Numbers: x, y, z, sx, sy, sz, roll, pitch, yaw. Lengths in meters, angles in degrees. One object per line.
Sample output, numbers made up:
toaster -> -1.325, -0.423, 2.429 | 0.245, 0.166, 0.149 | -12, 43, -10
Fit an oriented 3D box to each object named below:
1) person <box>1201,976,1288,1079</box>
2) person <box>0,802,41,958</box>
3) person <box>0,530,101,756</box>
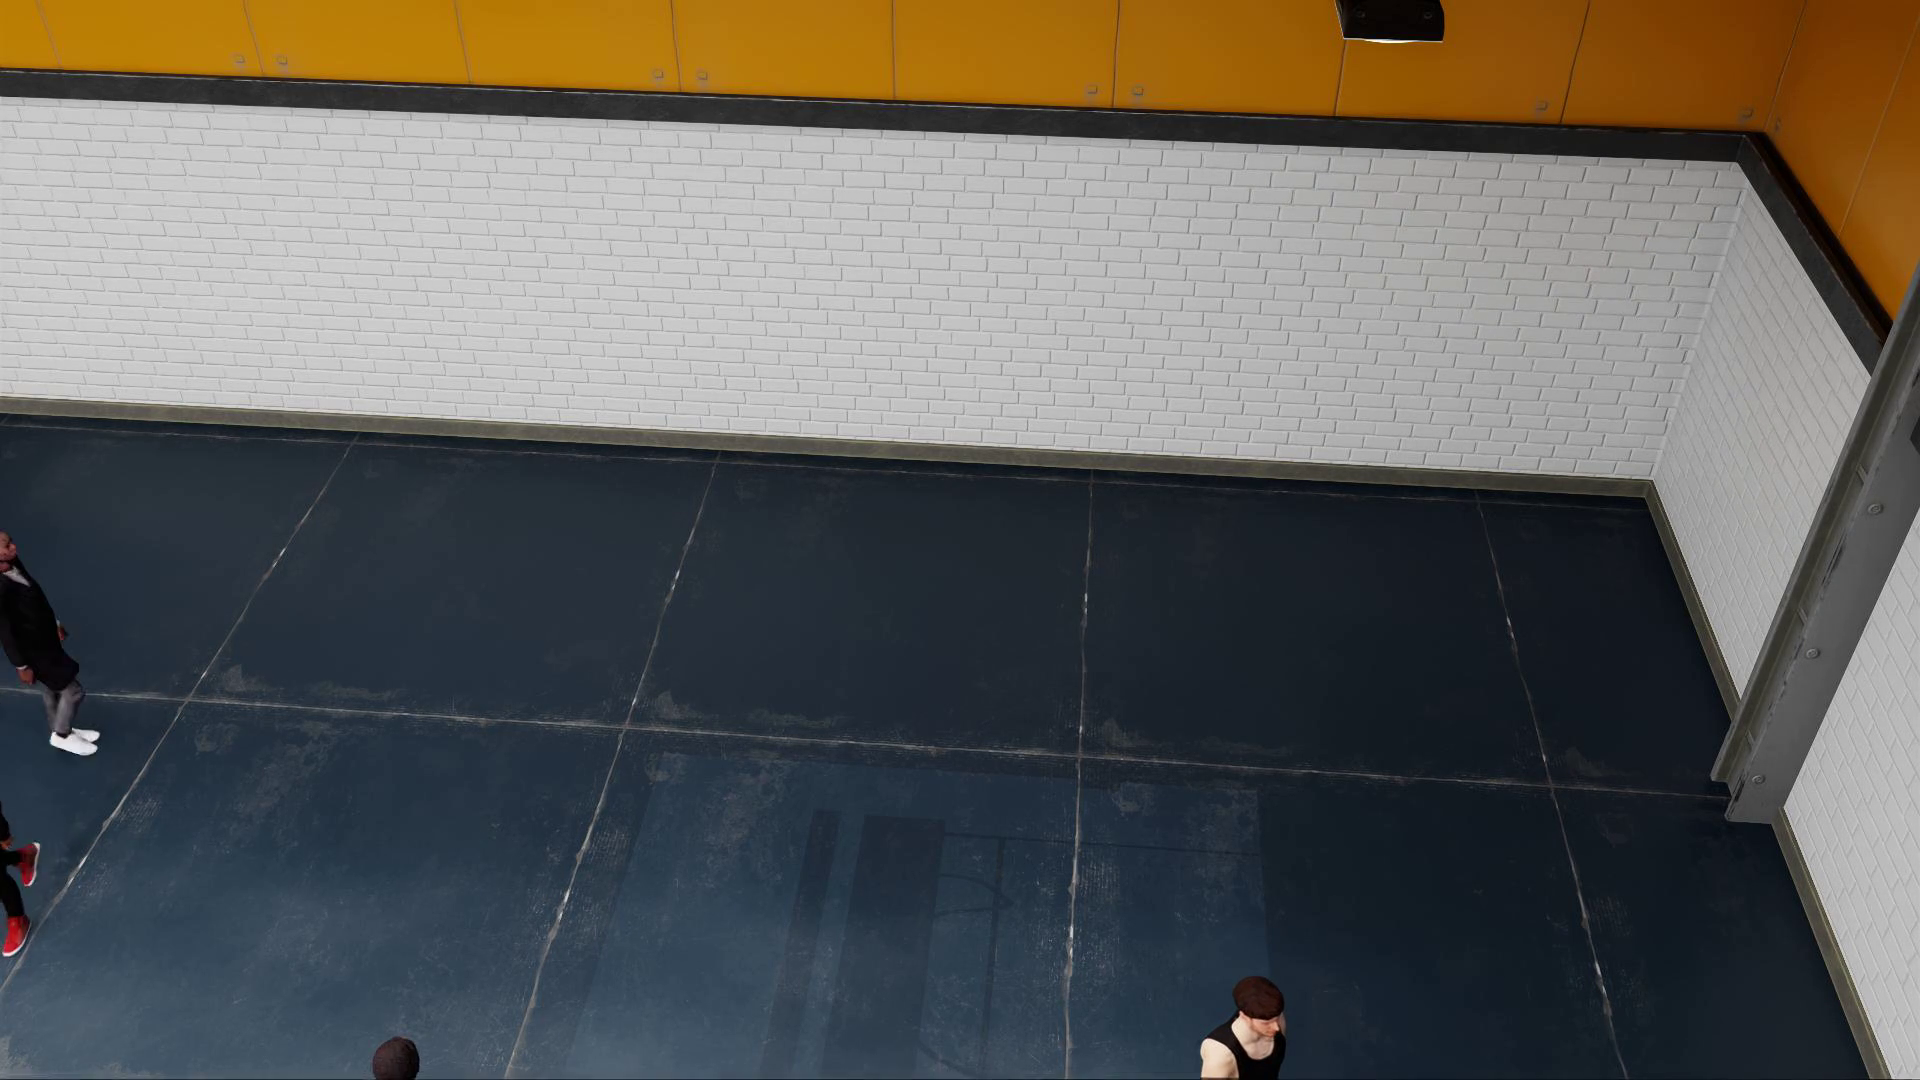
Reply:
person -> 1.273, 2.641, 7.717 | 0.740, 1.890, 0.820 | -32, 48, -33
person -> -5.478, 1.560, 9.256 | 0.586, 1.659, 0.829 | 3, 39, 4
person -> -5.831, 0.666, 10.302 | 0.812, 1.748, 0.674 | -8, 39, -10
